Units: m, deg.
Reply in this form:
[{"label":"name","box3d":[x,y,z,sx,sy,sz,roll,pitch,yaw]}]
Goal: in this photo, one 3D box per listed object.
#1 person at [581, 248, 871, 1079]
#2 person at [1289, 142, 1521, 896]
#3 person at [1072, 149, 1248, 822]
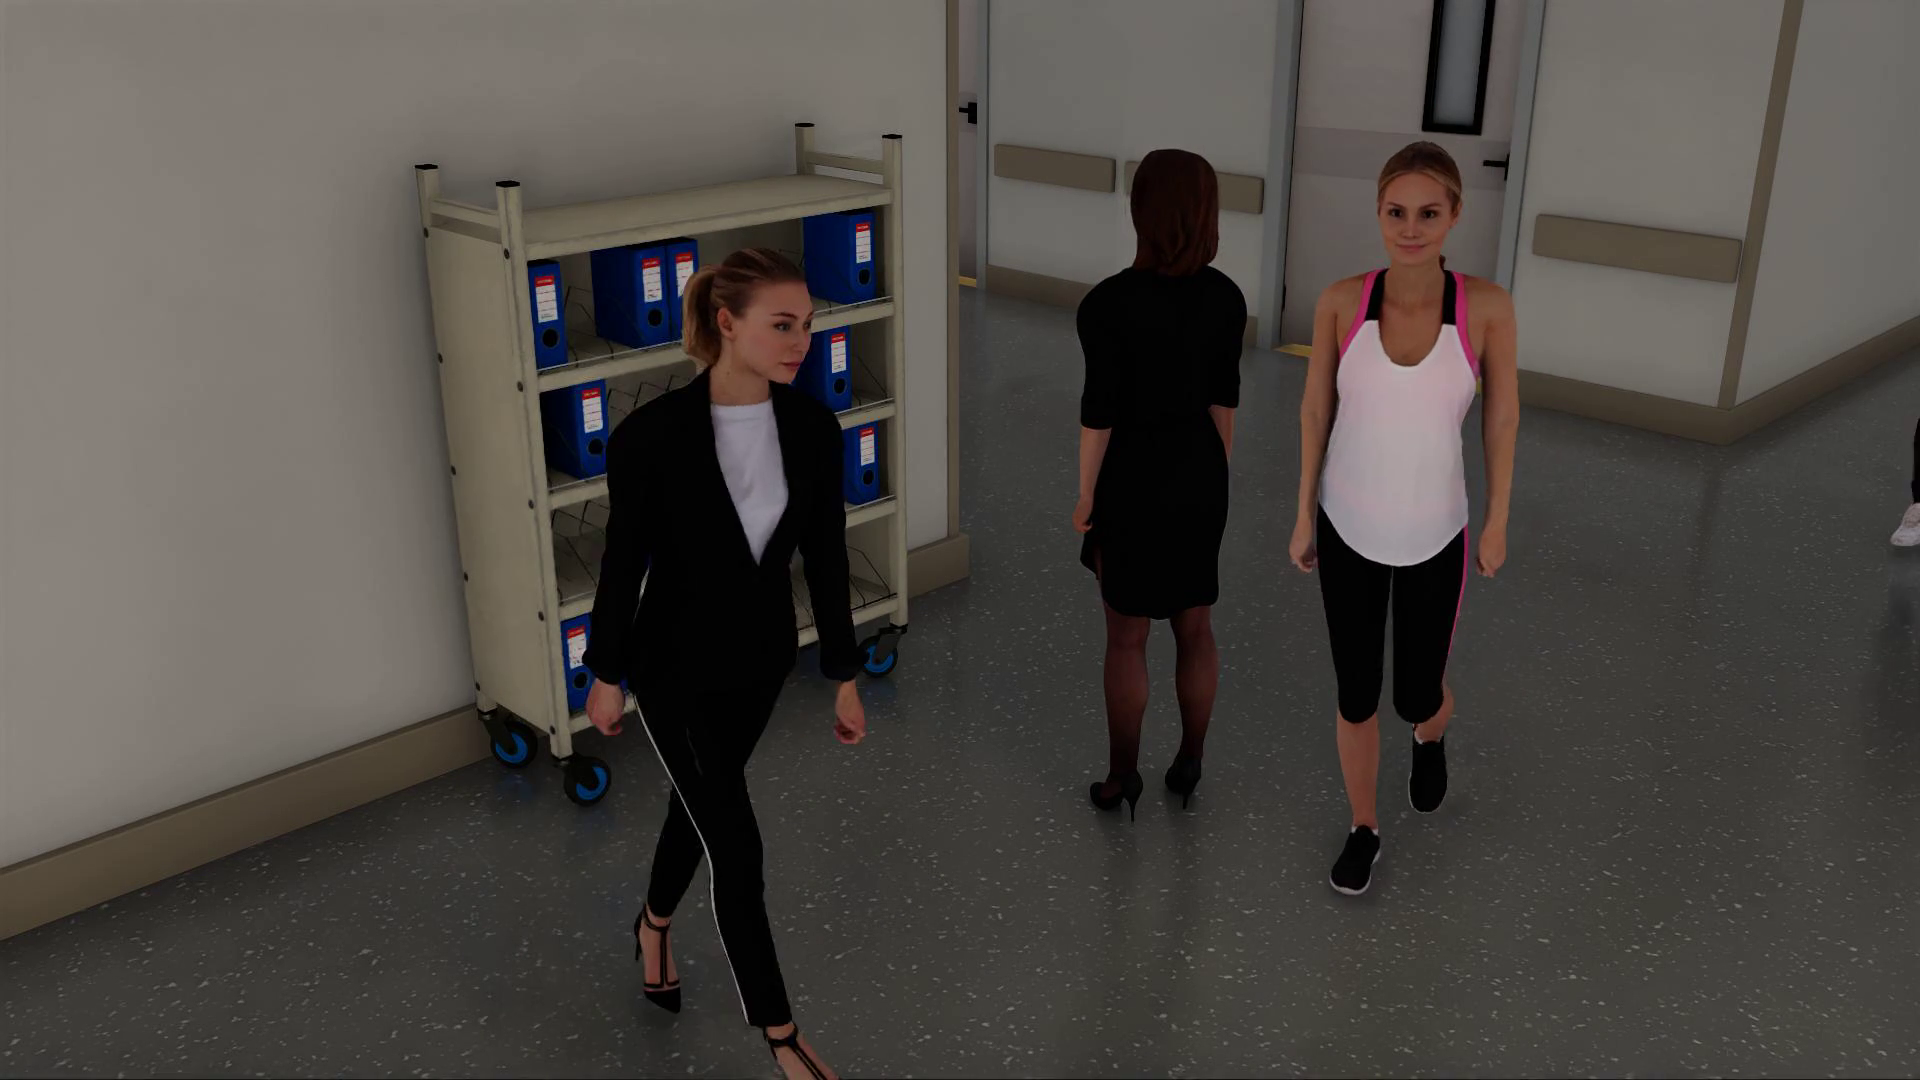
[{"label":"person","box3d":[-0.529,0.273,3.214,0.938,1.641,0.726,-13,24,-30]},{"label":"person","box3d":[1.012,-0.027,3.831,0.769,1.764,0.913,9,23,23]},{"label":"person","box3d":[0.493,-0.105,4.117,0.579,1.706,0.715,-7,22,-18]}]
